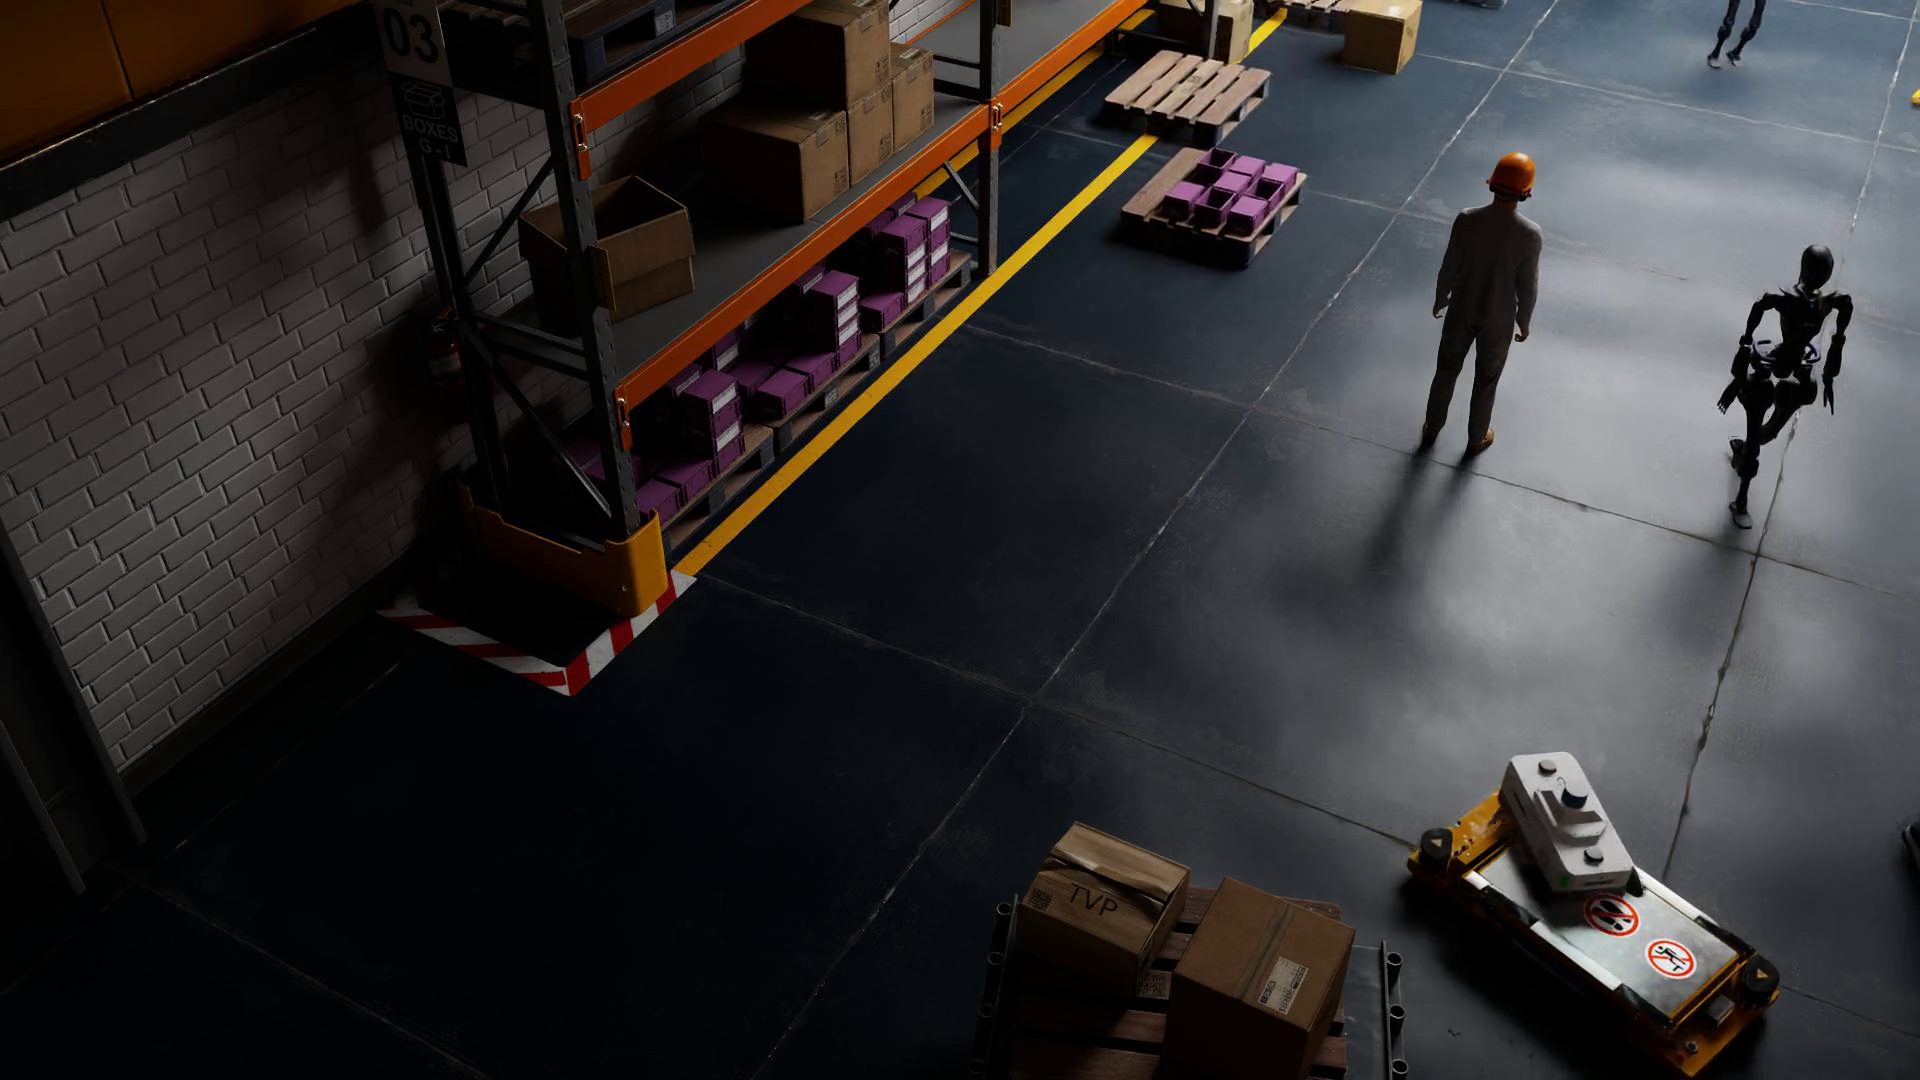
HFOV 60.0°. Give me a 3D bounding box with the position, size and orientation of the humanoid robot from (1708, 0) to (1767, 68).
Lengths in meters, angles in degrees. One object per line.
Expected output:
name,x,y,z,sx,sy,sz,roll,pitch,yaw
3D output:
humanoid robot,6.772,-4.826,14.133,0.612,1.646,0.328,3,39,4

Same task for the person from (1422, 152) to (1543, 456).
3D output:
person,3.019,-1.342,9.598,0.575,1.895,0.356,18,42,21

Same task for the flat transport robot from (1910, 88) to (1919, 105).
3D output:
flat transport robot,8.649,-3.924,14.125,0.659,0.231,1.431,28,46,30

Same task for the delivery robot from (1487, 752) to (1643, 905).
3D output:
delivery robot,2.663,1.334,7.339,0.510,0.614,0.785,-4,39,-5

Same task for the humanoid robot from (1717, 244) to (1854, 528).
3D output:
humanoid robot,4.592,-0.923,9.304,0.615,1.649,0.781,3,39,3

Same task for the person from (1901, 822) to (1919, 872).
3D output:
person,4.519,0.955,6.814,0.523,1.799,0.983,-13,40,-15

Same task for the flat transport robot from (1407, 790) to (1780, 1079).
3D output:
flat transport robot,2.708,1.640,7.169,0.659,0.231,1.431,-26,46,-29
